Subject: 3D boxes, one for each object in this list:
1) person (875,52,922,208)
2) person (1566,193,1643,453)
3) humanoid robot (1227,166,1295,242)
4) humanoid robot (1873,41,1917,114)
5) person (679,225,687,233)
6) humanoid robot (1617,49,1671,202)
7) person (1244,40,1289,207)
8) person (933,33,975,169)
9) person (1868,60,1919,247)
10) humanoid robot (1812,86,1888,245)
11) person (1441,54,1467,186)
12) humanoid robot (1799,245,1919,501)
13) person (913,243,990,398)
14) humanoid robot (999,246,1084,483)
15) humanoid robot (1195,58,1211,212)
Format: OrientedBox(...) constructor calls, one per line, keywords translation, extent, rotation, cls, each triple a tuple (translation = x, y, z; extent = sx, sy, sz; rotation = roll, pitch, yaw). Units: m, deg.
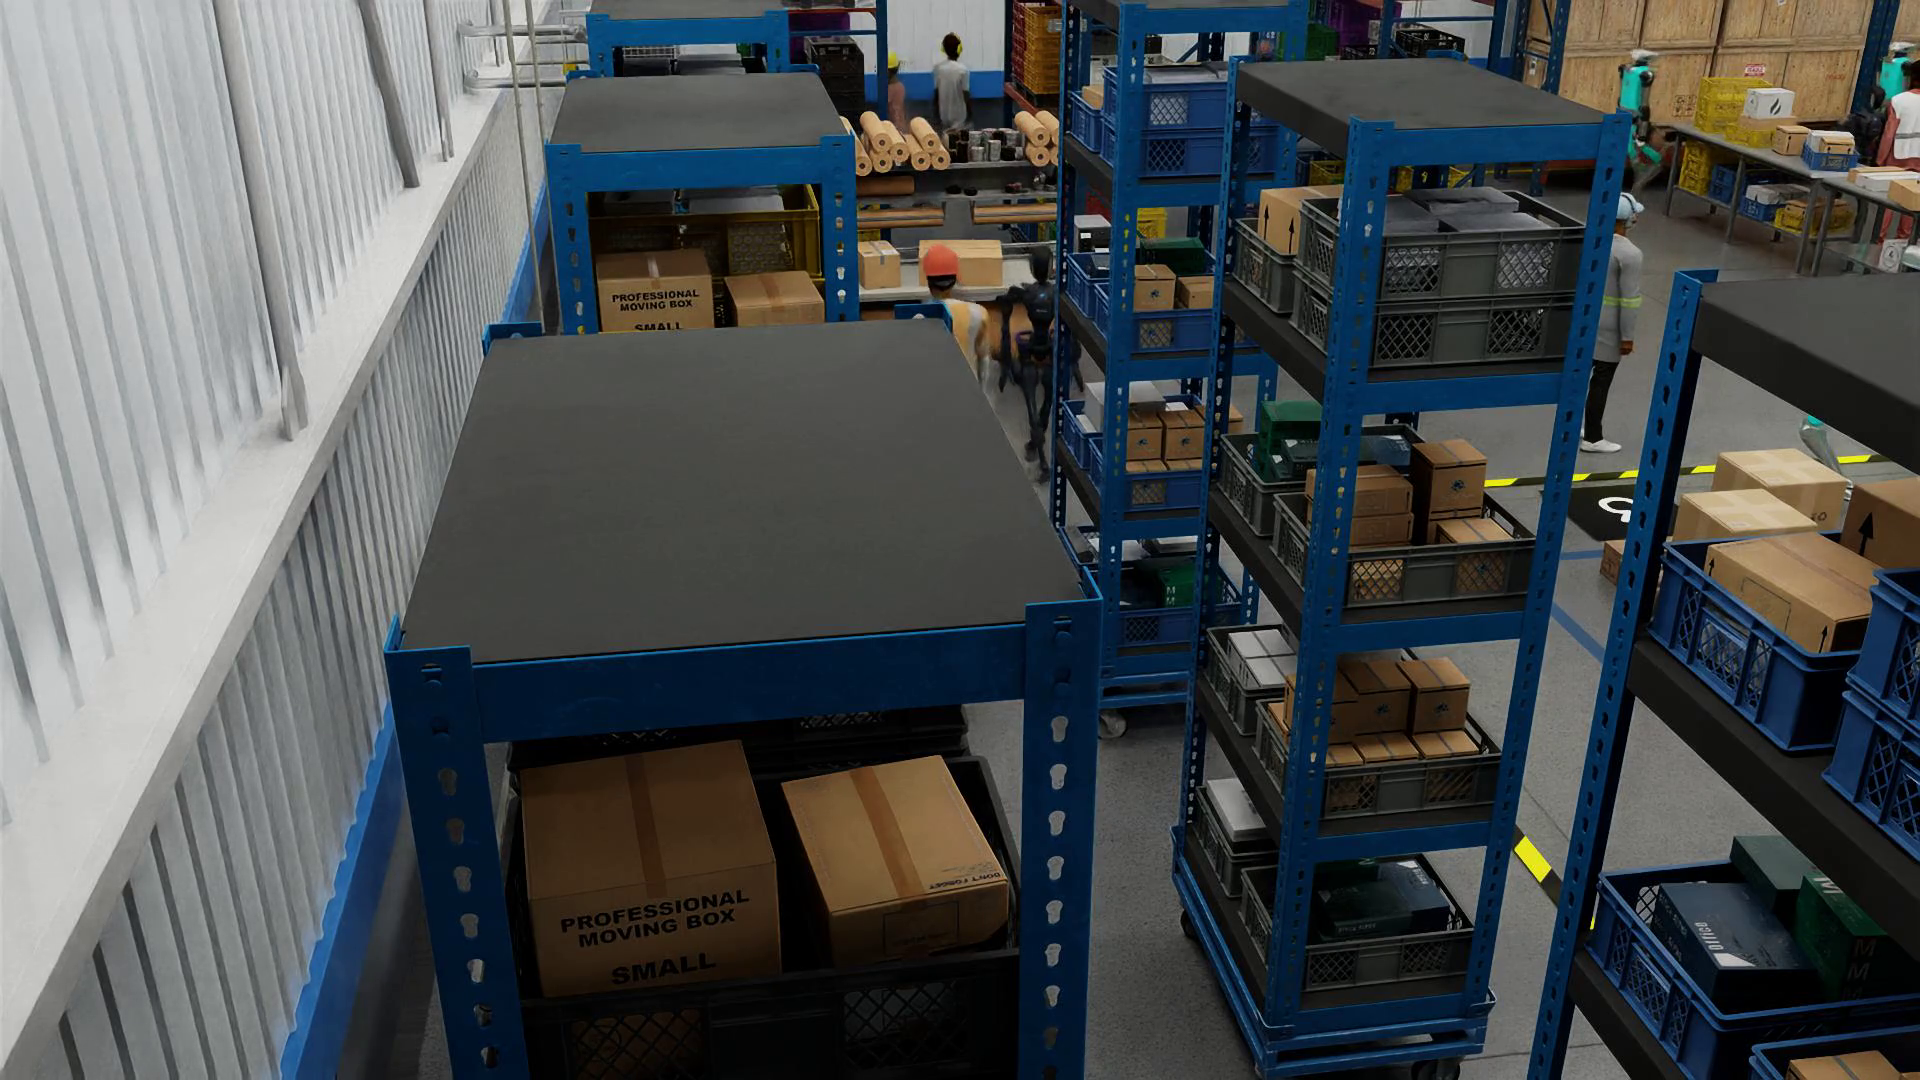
OrientedBox(translation=(-0.737, -4.437, 18.170), extent=(0.726, 1.738, 0.531), rotation=(-12, 27, -25), cls="person")
OrientedBox(translation=(4.550, -1.527, 11.723), extent=(0.361, 1.852, 0.596), rotation=(-9, 26, -18), cls="person")
OrientedBox(translation=(2.630, -2.735, 14.555), extent=(0.609, 1.653, 0.310), rotation=(8, 26, 17), cls="humanoid robot")
OrientedBox(translation=(10.764, -4.727, 18.893), extent=(0.861, 1.842, 0.546), rotation=(-5, 25, -10), cls="humanoid robot")
OrientedBox(translation=(-2.193, -1.994, 12.926), extent=(0.502, 1.698, 0.887), rotation=(-18, 30, -34), cls="person")
OrientedBox(translation=(7.550, -4.448, 18.326), extent=(0.779, 1.880, 0.559), rotation=(-5, 25, -11), cls="humanoid robot")
OrientedBox(translation=(3.151, -4.182, 17.337), extent=(0.629, 1.994, 1.057), rotation=(15, 28, 29), cls="person")
OrientedBox(translation=(-0.081, -4.752, 18.743), extent=(0.521, 1.847, 0.618), rotation=(17, 30, 33), cls="person")
OrientedBox(translation=(9.445, -3.814, 16.621), extent=(0.587, 1.915, 0.392), rotation=(-1, 25, -2), cls="person")
OrientedBox(translation=(9.024, -3.734, 16.739), extent=(0.611, 1.636, 0.567), rotation=(-7, 26, -15), cls="humanoid robot")
OrientedBox(translation=(5.138, -4.224, 17.610), extent=(0.346, 1.837, 0.500), rotation=(-12, 27, -25), cls="person")
OrientedBox(translation=(5.799, -1.094, 10.765), extent=(0.735, 1.672, 0.533), rotation=(15, 28, 29), cls="humanoid robot")
OrientedBox(translation=(-0.097, -0.914, 10.331), extent=(0.557, 1.899, 0.900), rotation=(-2, 25, -4), cls="person")
OrientedBox(translation=(0.557, -1.222, 11.335), extent=(0.584, 1.623, 0.719), rotation=(1, 25, 2), cls="humanoid robot")
OrientedBox(translation=(2.648, -4.254, 17.828), extent=(0.554, 1.746, 1.006), rotation=(2, 25, 4), cls="humanoid robot")
